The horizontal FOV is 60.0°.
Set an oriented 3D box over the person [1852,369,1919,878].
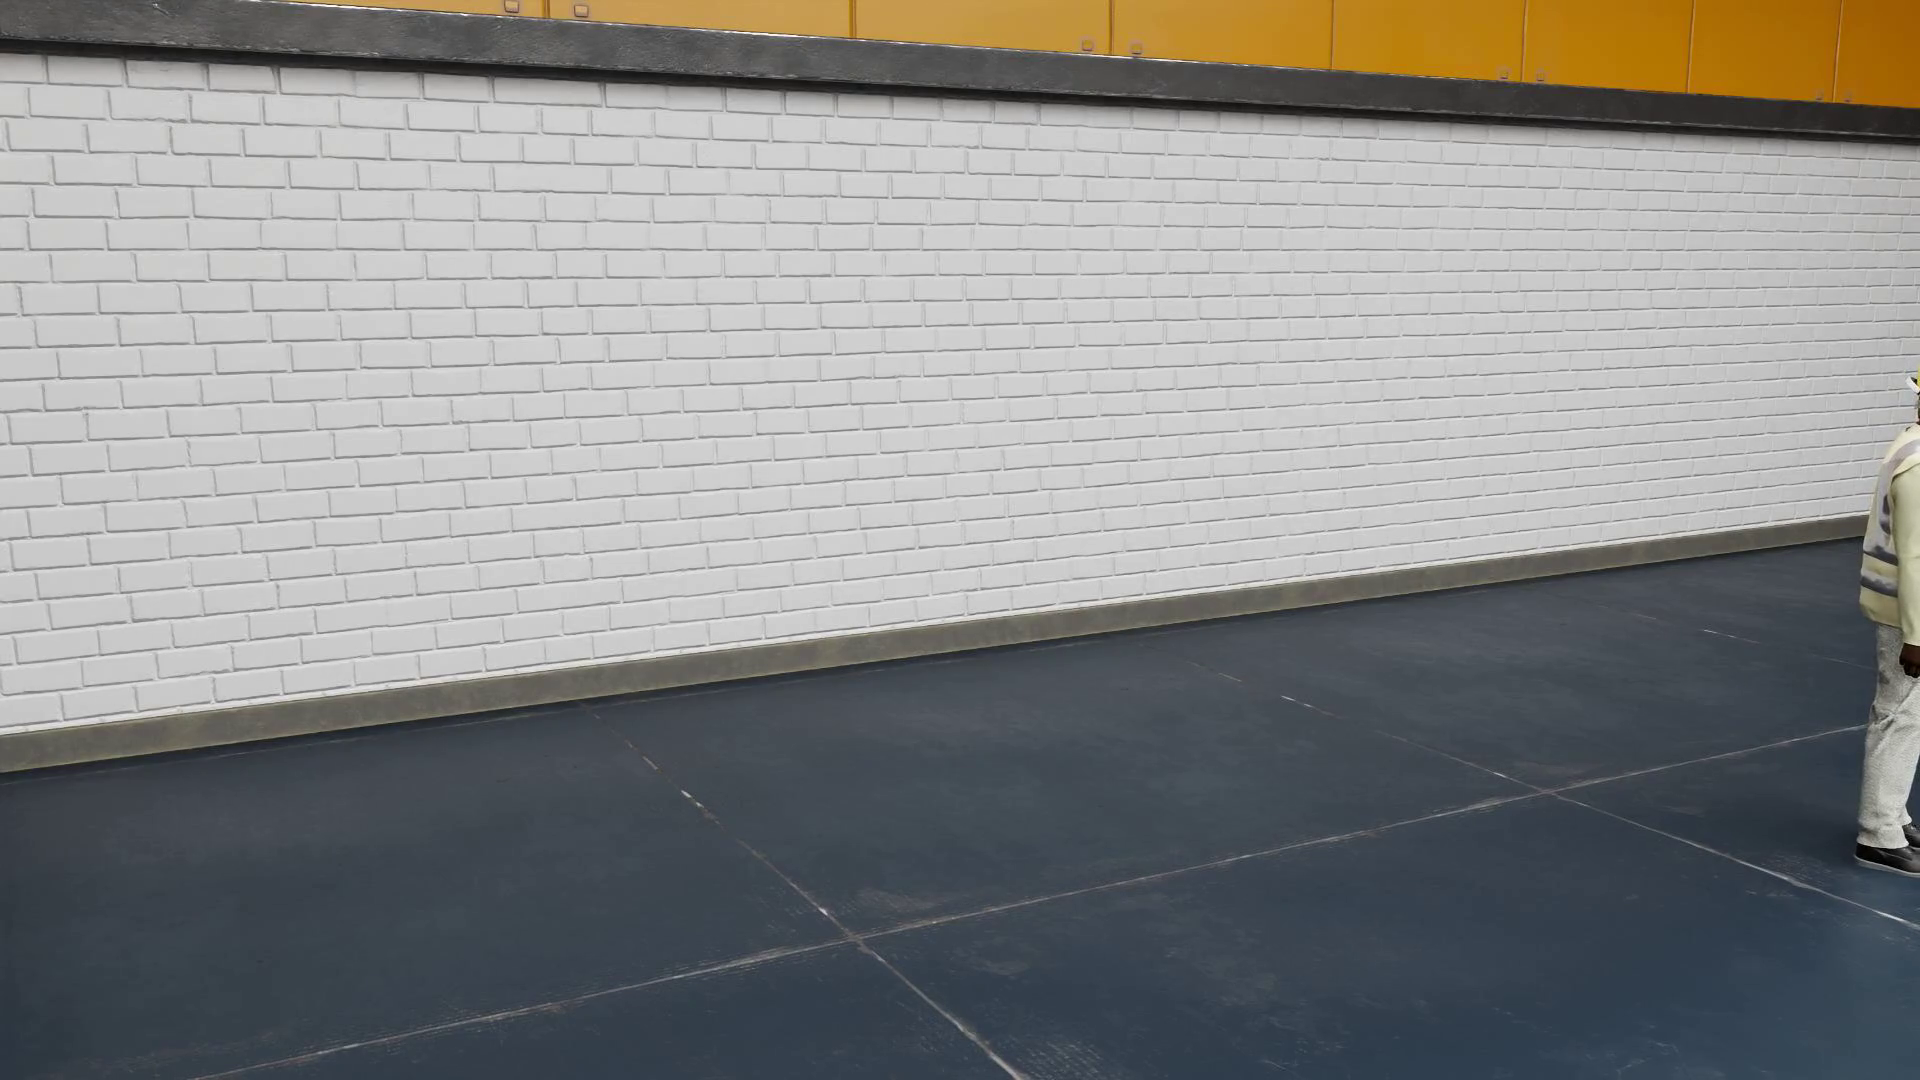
[{"bbox_3d":[3.305,0.240,5.698,0.403,1.825,0.592,6,11,30],"label":"person"}]
